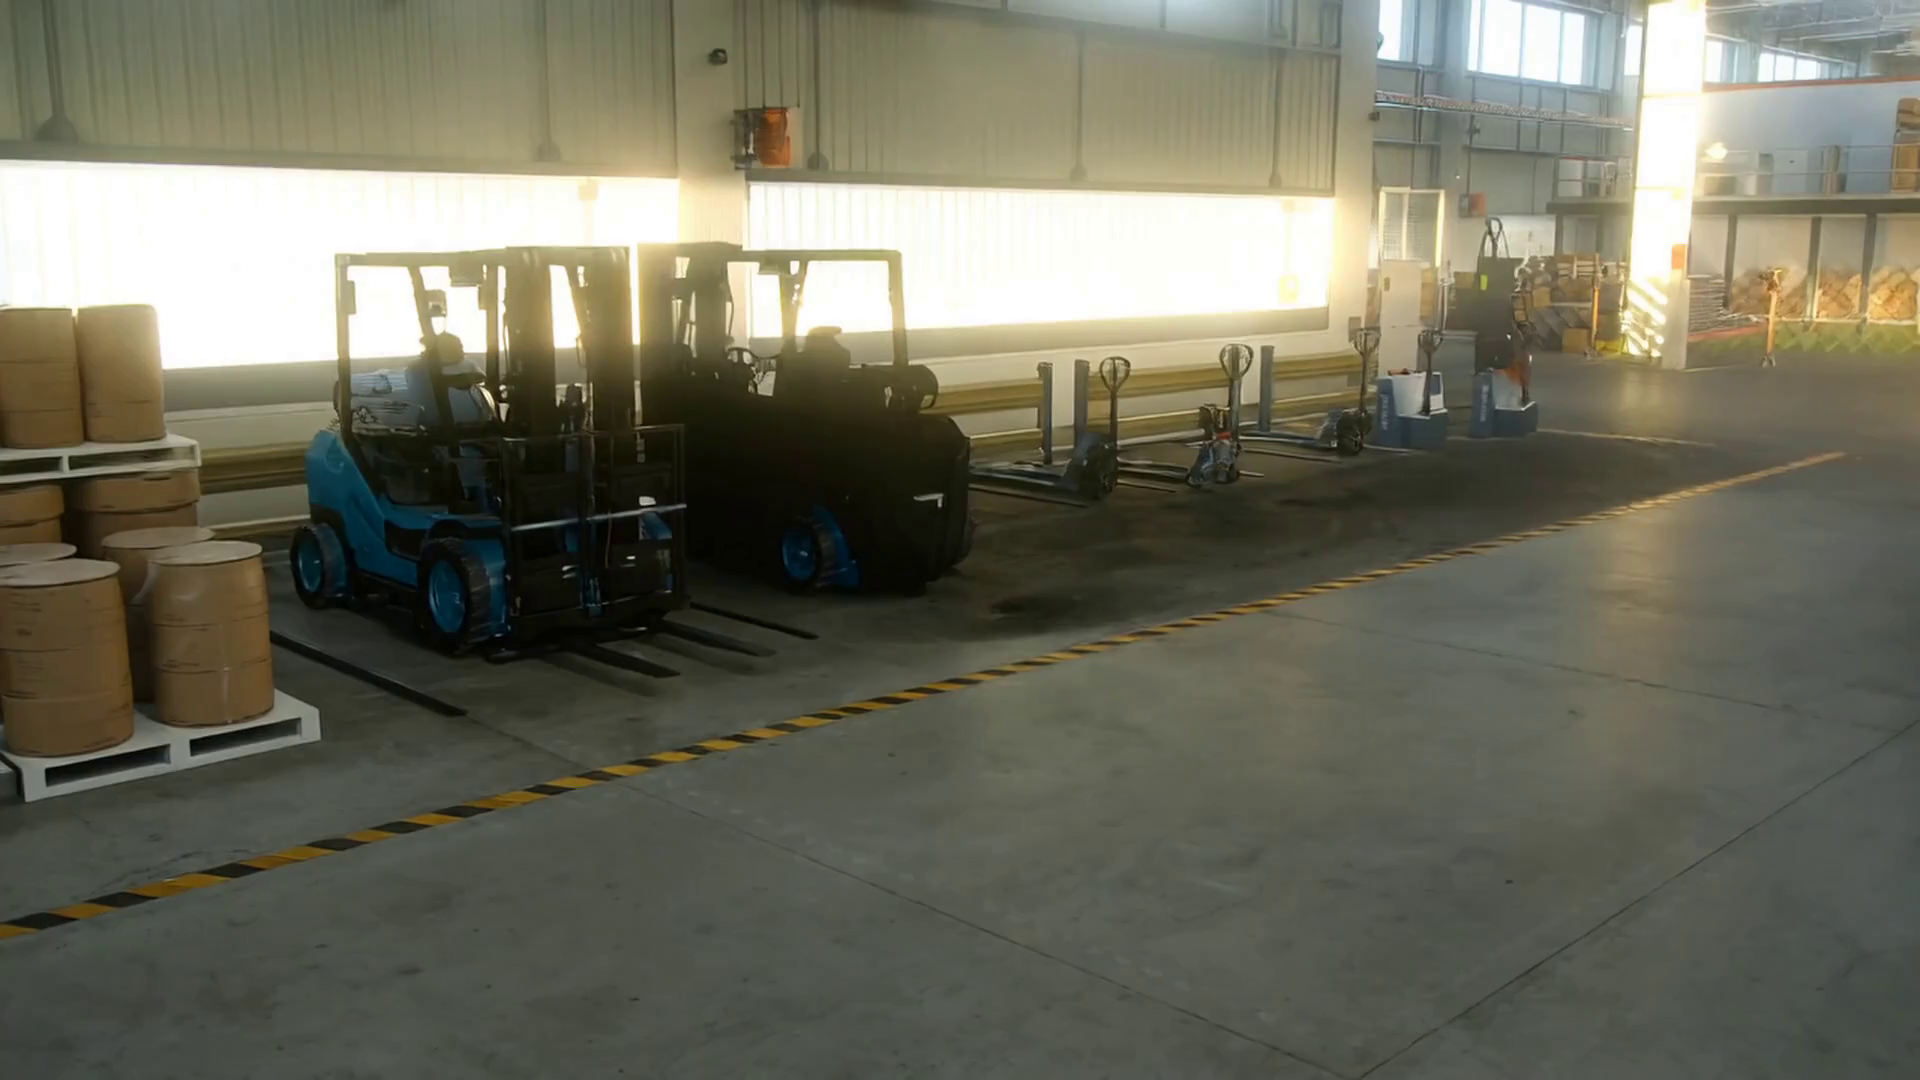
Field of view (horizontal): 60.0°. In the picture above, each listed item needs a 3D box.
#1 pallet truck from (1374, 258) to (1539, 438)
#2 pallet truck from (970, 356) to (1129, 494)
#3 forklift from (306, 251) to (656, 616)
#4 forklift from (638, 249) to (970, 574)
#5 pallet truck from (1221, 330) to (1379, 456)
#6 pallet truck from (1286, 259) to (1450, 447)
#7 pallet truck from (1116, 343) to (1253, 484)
[{"bbox_3d":[5.704,-2.208,18.901,1.885,1.965,0.823,10,14,43],"label":"pallet truck"},{"bbox_3d":[0.784,-1.085,14.876,0.680,1.201,1.601,-10,14,-44],"label":"pallet truck"},{"bbox_3d":[-2.833,-0.669,9.694,1.157,1.987,2.680,-10,14,-44],"label":"forklift"},{"bbox_3d":[-1.173,-0.958,11.239,2.680,1.987,1.157,10,14,43],"label":"forklift"},{"bbox_3d":[3.563,-1.581,17.381,0.653,1.274,1.630,-10,14,-44],"label":"pallet truck"},{"bbox_3d":[4.493,-2.078,18.196,0.823,1.965,1.885,-9,14,-40],"label":"pallet truck"},{"bbox_3d":[1.962,-1.215,15.415,1.522,1.261,0.704,10,14,43],"label":"pallet truck"}]
